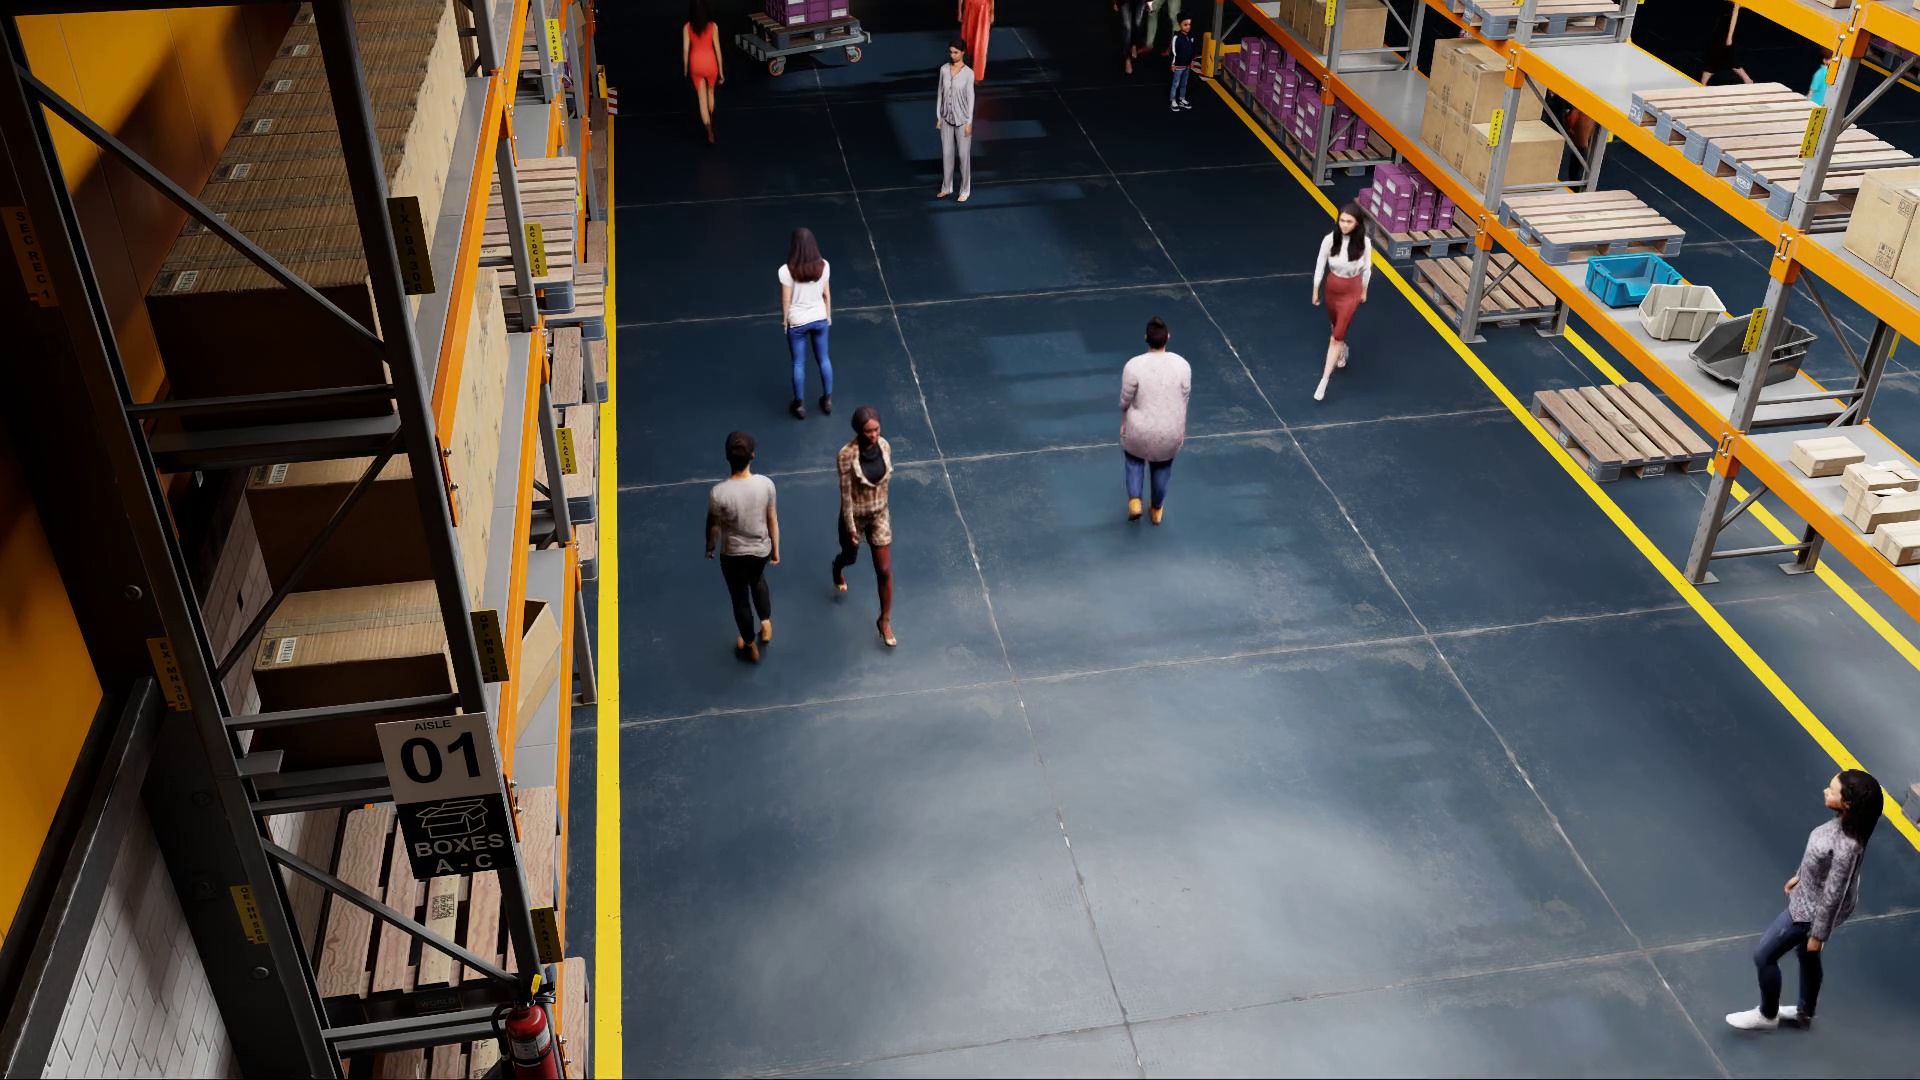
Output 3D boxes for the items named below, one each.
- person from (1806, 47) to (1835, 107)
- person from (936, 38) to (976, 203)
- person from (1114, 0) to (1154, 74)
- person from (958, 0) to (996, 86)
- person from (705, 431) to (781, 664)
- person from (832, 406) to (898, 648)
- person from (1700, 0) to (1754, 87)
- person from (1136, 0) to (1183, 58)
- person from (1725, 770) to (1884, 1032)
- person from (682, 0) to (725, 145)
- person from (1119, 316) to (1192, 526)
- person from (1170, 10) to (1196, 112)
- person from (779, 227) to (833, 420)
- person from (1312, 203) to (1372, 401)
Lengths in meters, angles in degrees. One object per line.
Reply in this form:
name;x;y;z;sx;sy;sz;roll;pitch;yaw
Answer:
person;9.681;-4.953;19.009;0.791;1.429;0.940;-26;42;-34
person;-0.041;-4.599;18.165;0.679;1.775;0.712;14;36;20
person;2.313;-7.131;21.952;0.870;1.738;1.155;0;34;0
person;0.217;-6.843;21.525;0.747;1.794;0.891;2;34;4
person;-1.417;0.103;11.155;0.702;1.704;0.701;-15;37;-22
person;-0.716;-0.153;11.495;0.805;1.754;1.177;-16;37;-23
person;9.787;-6.391;21.022;0.961;1.598;1.044;11;35;17
person;2.905;-7.433;22.365;0.944;1.846;0.943;-20;38;-27
person;4.459;1.892;8.452;0.831;1.717;0.765;18;38;25
person;-3.023;-5.501;19.623;0.645;1.663;1.112;-7;34;-11
person;1.458;-0.838;12.549;0.784;1.728;0.840;3;34;4
person;2.776;-5.992;20.763;0.579;1.219;0.588;-18;38;-25
person;-1.284;-1.824;14.076;0.636;1.680;0.604;-13;36;-19
person;3.347;-2.132;14.525;1.042;1.697;1.189;15;37;22
